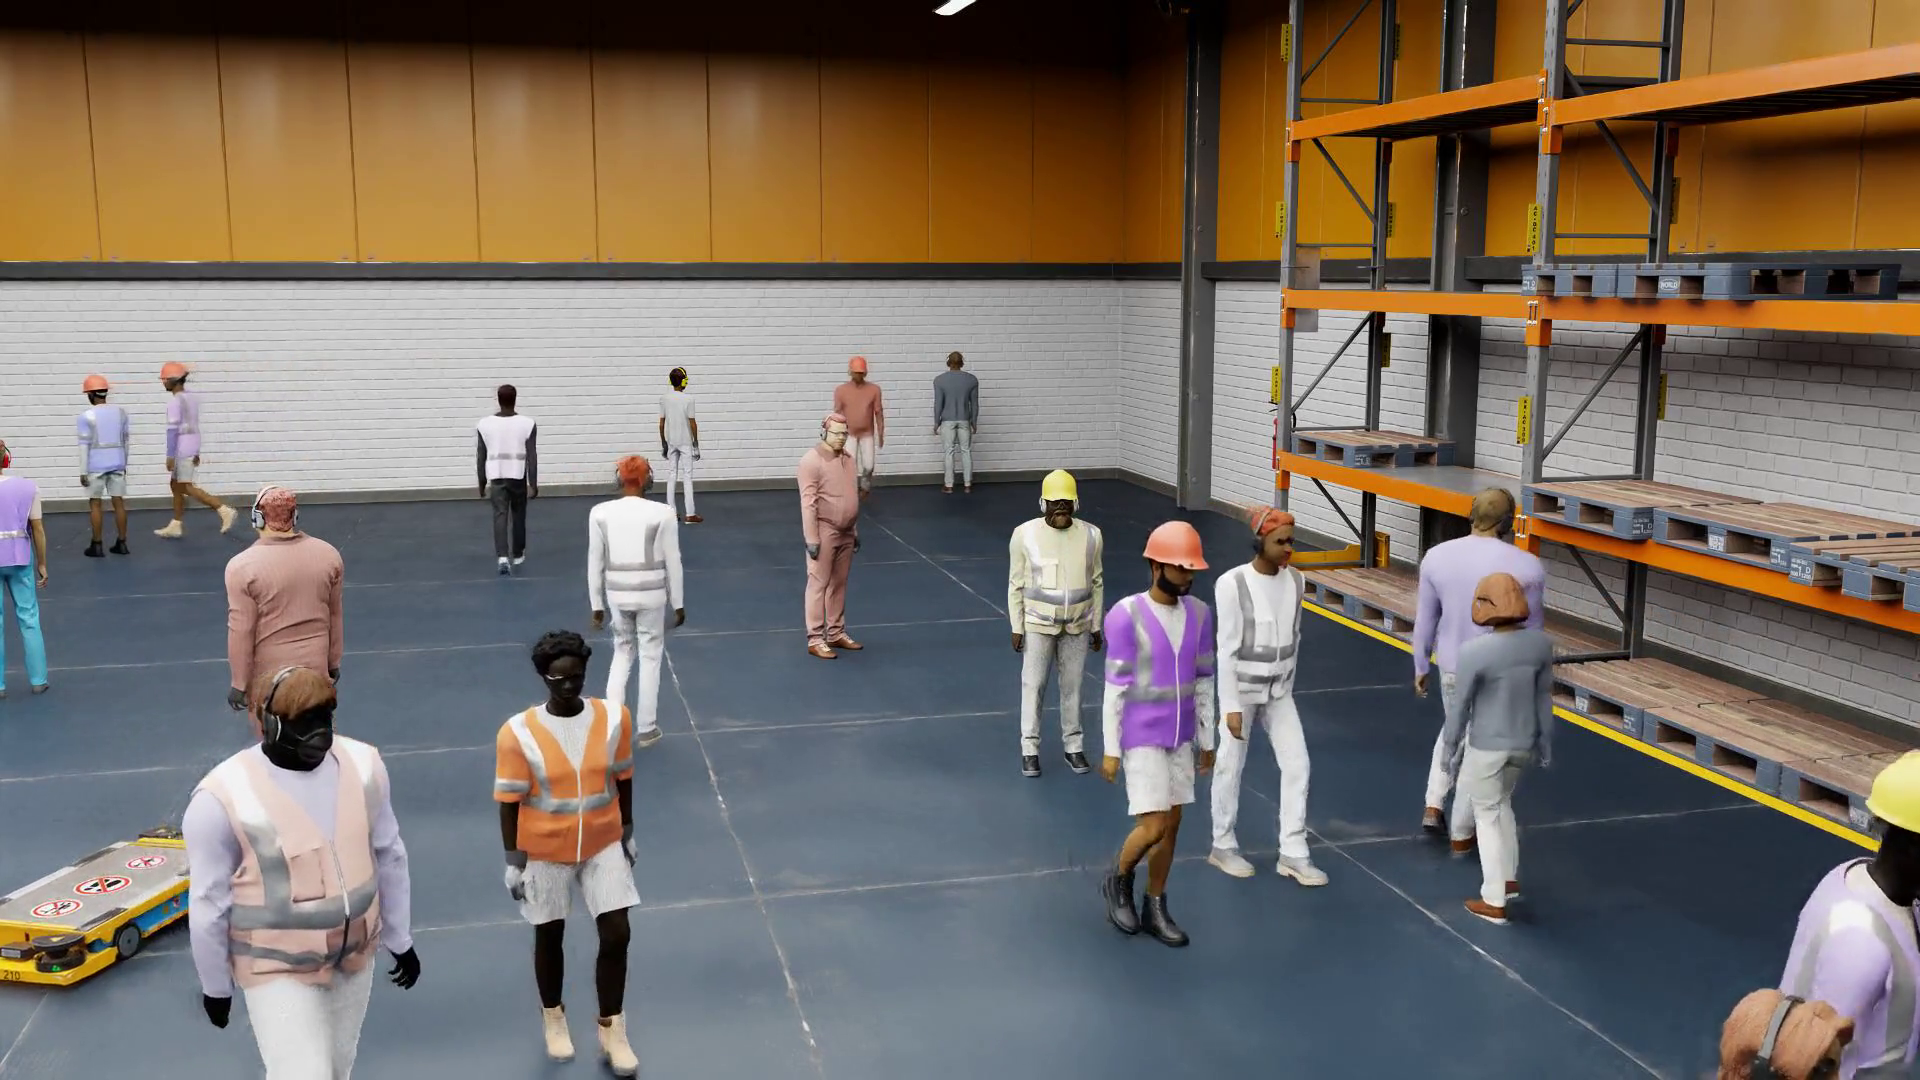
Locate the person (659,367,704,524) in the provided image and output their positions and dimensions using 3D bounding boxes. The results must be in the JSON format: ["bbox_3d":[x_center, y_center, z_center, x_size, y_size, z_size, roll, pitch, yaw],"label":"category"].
[{"bbox_3d":[-3.345,-1.125,19.887,0.521,1.869,0.328,3,10,19],"label":"person"}]

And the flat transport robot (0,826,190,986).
[{"bbox_3d":[-3.862,1.638,7.603,0.652,0.197,1.431,2,9,12],"label":"flat transport robot"}]

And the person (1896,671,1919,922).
[{"bbox_3d":[3.037,1.205,5.180,0.565,1.914,0.585,-2,9,-10],"label":"person"}]

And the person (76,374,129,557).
[{"bbox_3d":[-9.038,-0.782,17.550,0.381,1.932,0.559,7,11,37],"label":"person"}]

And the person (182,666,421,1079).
[{"bbox_3d":[-1.951,1.274,5.037,0.489,1.826,0.626,6,11,33],"label":"person"}]

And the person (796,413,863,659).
[{"bbox_3d":[-0.985,-0.040,13.010,0.403,1.904,0.637,6,11,32],"label":"person"}]

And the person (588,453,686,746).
[{"bbox_3d":[-2.033,0.388,10.430,0.572,1.869,0.463,2,9,10],"label":"person"}]

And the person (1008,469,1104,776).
[{"bbox_3d":[0.579,0.490,9.907,0.588,1.833,0.404,-2,9,-12],"label":"person"}]

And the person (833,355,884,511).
[{"bbox_3d":[-1.278,-1.339,20.904,0.677,1.968,0.566,-2,9,-9],"label":"person"}]

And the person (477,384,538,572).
[{"bbox_3d":[-4.567,-0.635,16.793,0.600,1.880,0.951,-2,9,-10],"label":"person"}]

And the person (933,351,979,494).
[{"bbox_3d":[-0.052,-1.591,22.599,0.653,1.939,0.413,-2,9,-15],"label":"person"}]

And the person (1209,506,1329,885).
[{"bbox_3d":[1.495,0.775,8.064,0.599,1.859,0.765,-5,10,-29],"label":"person"}]

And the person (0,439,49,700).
[{"bbox_3d":[-6.711,0.202,11.659,0.564,1.848,0.388,-7,11,-36],"label":"person"}]

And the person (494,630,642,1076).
[{"bbox_3d":[-1.423,1.169,6.152,0.547,1.673,0.633,-5,10,-27],"label":"person"}]

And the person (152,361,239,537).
[{"bbox_3d":[-8.675,-1.012,18.749,0.884,2.016,0.625,-1,9,-9],"label":"person"}]

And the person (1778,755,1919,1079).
[{"bbox_3d":[2.087,1.407,4.116,0.925,1.876,0.585,4,10,26],"label":"person"}]

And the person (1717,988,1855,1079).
[{"bbox_3d":[1.628,1.666,3.270,0.835,1.596,0.530,8,12,41],"label":"person"}]

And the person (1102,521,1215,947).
[{"bbox_3d":[0.890,0.861,7.318,0.569,1.917,0.414,-6,11,-32],"label":"person"}]

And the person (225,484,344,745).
[{"bbox_3d":[-3.496,0.663,8.605,0.407,1.908,0.641,6,11,33],"label":"person"}]

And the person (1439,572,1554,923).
[{"bbox_3d":[2.465,0.948,7.681,0.518,1.615,0.418,-3,10,-19],"label":"person"}]

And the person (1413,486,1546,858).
[{"bbox_3d":[2.654,0.675,8.526,0.639,1.913,0.486,7,11,37],"label":"person"}]
